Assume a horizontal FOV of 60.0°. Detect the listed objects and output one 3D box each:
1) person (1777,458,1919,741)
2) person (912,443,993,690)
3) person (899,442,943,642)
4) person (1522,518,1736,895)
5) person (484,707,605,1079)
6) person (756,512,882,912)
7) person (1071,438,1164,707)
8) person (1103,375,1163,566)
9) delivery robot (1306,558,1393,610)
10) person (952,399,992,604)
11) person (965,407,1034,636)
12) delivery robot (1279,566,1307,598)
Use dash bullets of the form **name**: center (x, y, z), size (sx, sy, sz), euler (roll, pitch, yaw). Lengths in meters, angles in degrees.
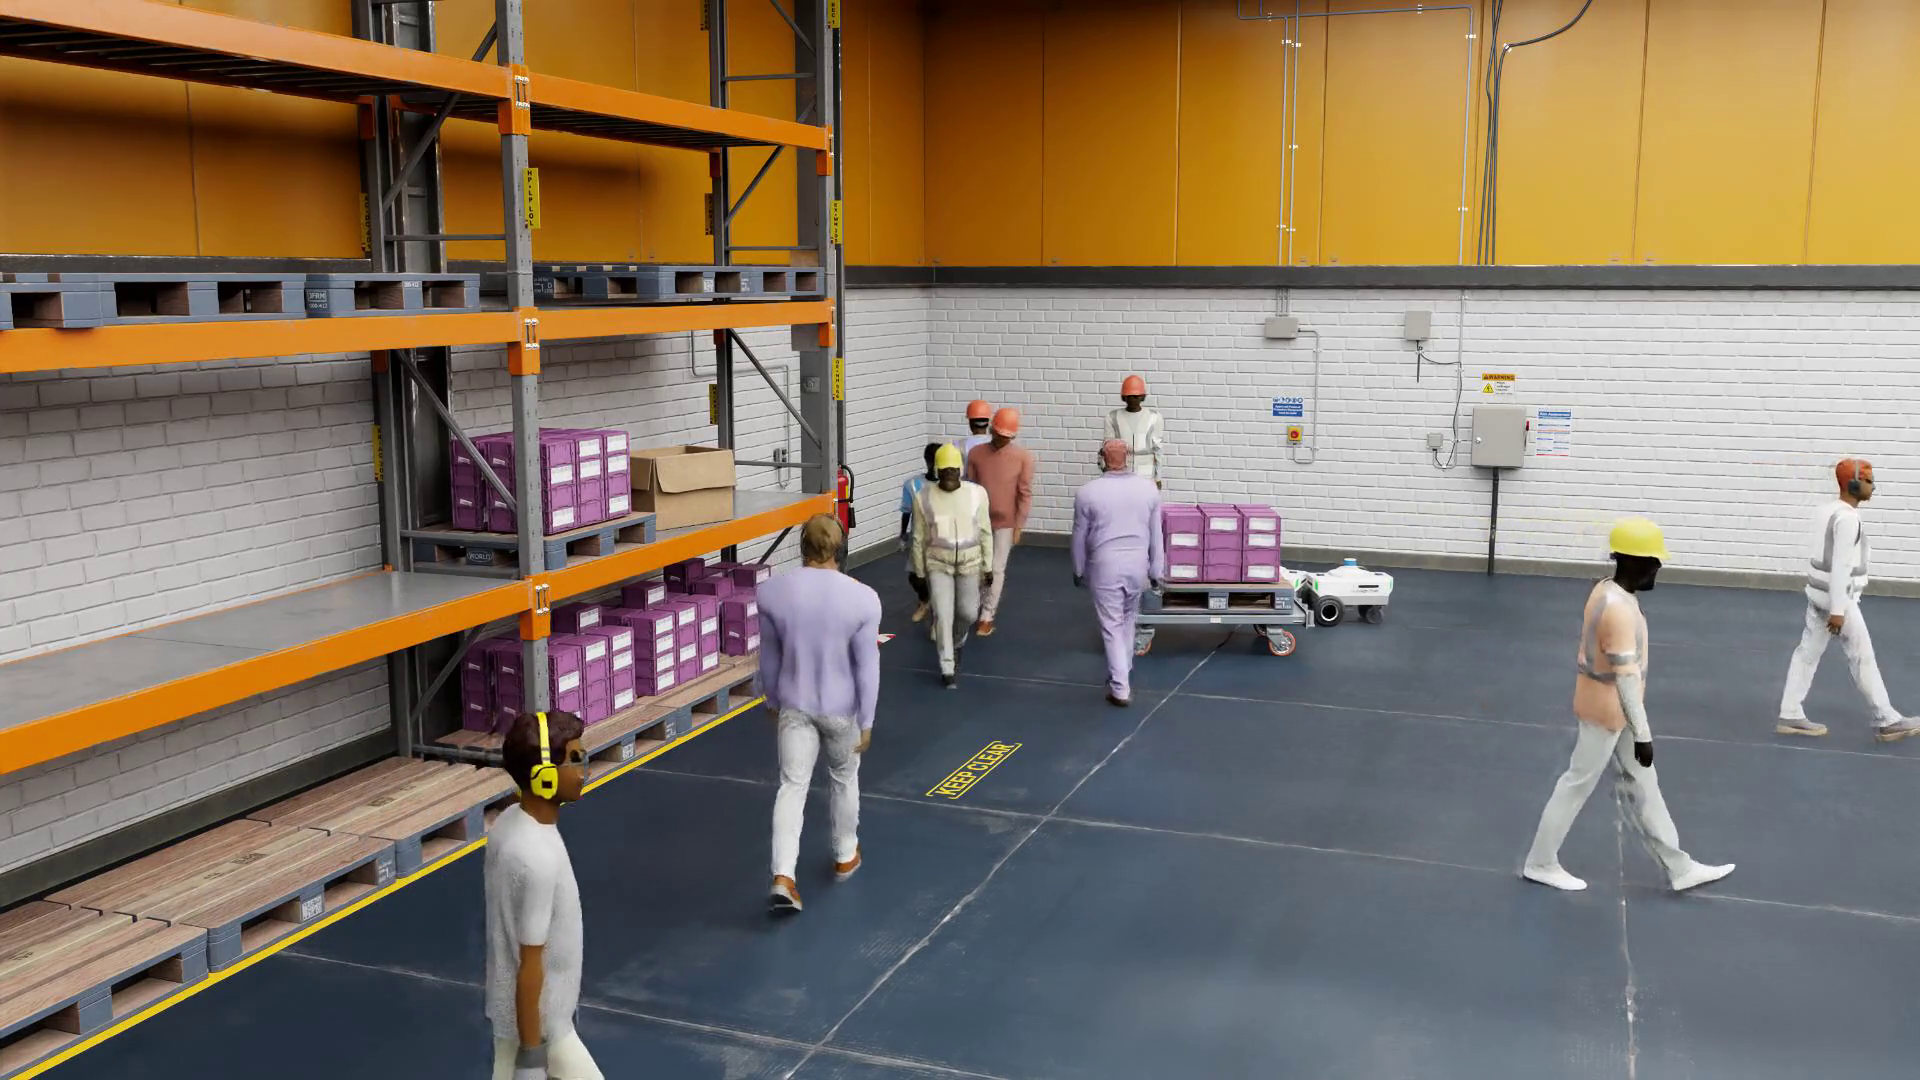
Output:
- **person**: center (5.852, 0.398, 10.823), size (0.923, 1.841, 0.606), euler (2, 9, 13)
- **person**: center (-0.064, 0.164, 12.427), size (0.598, 1.809, 0.738), euler (-2, 9, -9)
- **person**: center (-0.219, -0.014, 13.934), size (0.552, 1.670, 0.601), euler (1, 9, 9)
- **person**: center (3.247, 0.827, 8.032), size (0.996, 1.870, 0.617), euler (4, 10, 22)
- **person**: center (-1.207, 1.374, 4.809), size (0.971, 1.818, 0.540), euler (-4, 10, -26)
- **person**: center (-0.686, 0.814, 8.030), size (0.628, 1.911, 0.952), euler (1, 9, 7)
- **person**: center (1.077, 0.210, 11.907), size (0.643, 1.873, 0.809), euler (-3, 10, -20)
- **person**: center (1.758, -0.666, 16.960), size (0.611, 2.030, 0.409), euler (1, 9, 6)
- **delivery robot**: center (3.403, 0.405, 14.528), size (0.707, 0.478, 0.477), euler (0, 9, -2)
- **person**: center (0.153, -0.319, 15.083), size (0.570, 1.919, 0.650), euler (-2, 9, -10)
- **person**: center (0.307, -0.156, 14.009), size (0.653, 1.943, 0.525), euler (3, 10, 21)
- **delivery robot**: center (2.698, 0.370, 14.752), size (0.707, 0.478, 0.477), euler (4, 10, 25)
